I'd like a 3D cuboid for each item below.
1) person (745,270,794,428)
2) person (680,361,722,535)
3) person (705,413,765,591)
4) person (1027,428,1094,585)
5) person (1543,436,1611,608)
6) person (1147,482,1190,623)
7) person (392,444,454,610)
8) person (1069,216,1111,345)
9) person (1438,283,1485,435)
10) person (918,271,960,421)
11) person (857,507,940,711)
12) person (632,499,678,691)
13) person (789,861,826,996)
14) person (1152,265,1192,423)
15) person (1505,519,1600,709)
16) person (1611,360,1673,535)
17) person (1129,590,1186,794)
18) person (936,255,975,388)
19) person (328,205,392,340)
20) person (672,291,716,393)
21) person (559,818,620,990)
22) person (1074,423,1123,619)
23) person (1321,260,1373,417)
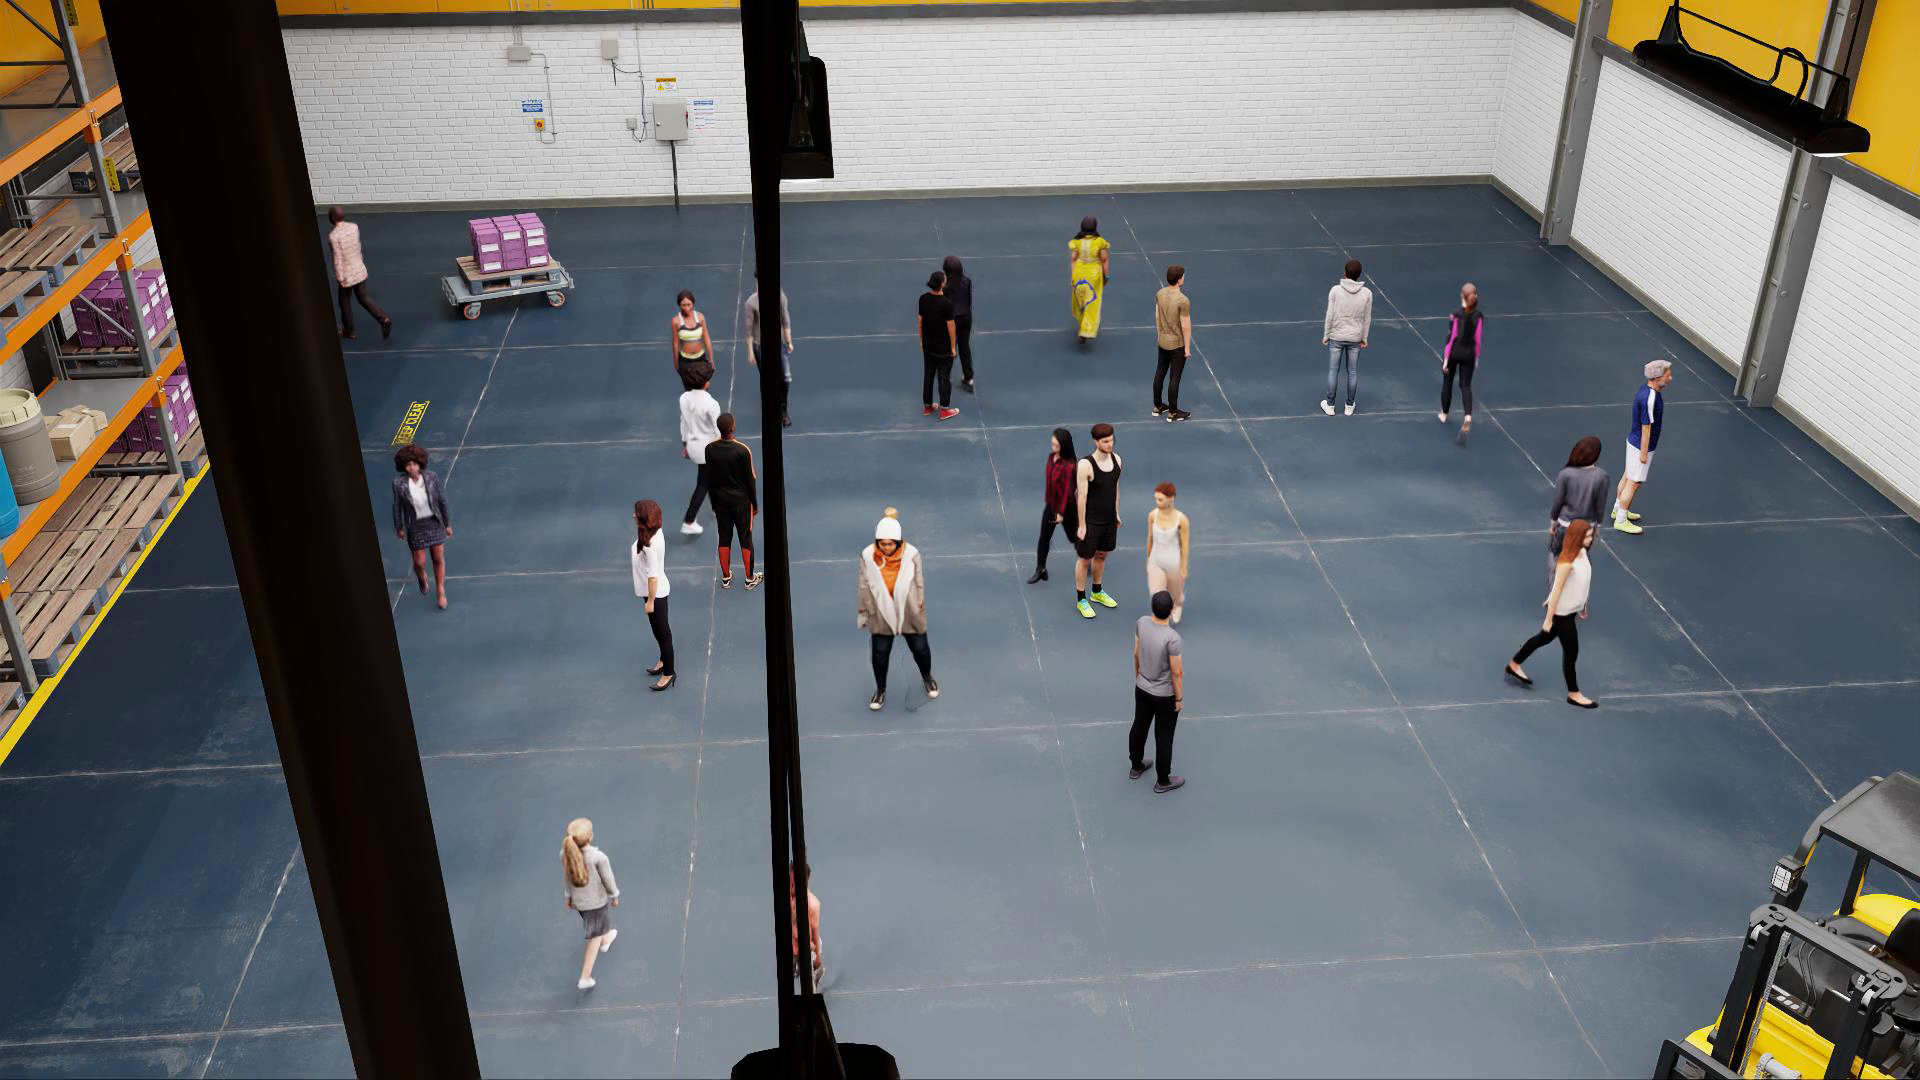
[{"bbox_3d":[-2.207,-2.240,19.050,0.809,1.882,0.803,-11,30,-19],"label":"person"},{"bbox_3d":[-2.625,-0.890,16.692,1.097,1.770,1.219,18,33,30],"label":"person"},{"bbox_3d":[-2.147,-0.372,15.703,0.671,1.808,0.619,5,29,9],"label":"person"},{"bbox_3d":[1.047,-0.329,15.819,0.943,1.621,1.030,-16,33,-27],"label":"person"},{"bbox_3d":[5.646,-0.095,15.248,0.761,1.756,0.838,10,30,17],"label":"person"},{"bbox_3d":[1.878,0.197,14.858,0.847,1.619,1.030,12,31,21],"label":"person"},{"bbox_3d":[-4.982,-0.147,15.416,0.751,1.688,0.779,-14,32,-24],"label":"person"},{"bbox_3d":[1.630,-3.290,21.257,1.047,1.612,1.333,9,30,15],"label":"person"},{"bbox_3d":[5.686,-2.029,18.820,0.620,1.731,1.034,0,29,0],"label":"person"},{"bbox_3d":[-0.261,-2.260,19.217,0.710,1.757,0.738,17,33,28],"label":"person"},{"bbox_3d":[-0.539,0.546,13.926,0.868,1.898,0.780,1,29,1],"label":"person"},{"bbox_3d":[-2.593,0.452,14.205,0.689,1.795,0.491,-6,29,-11],"label":"person"},{"bbox_3d":[-1.001,2.589,10.805,0.688,1.299,0.777,16,33,27],"label":"person"},{"bbox_3d":[2.436,-2.278,19.152,0.810,1.852,0.704,-21,35,-33],"label":"person"},{"bbox_3d":[5.026,0.581,14.087,1.097,1.682,1.062,21,35,33],"label":"person"},{"bbox_3d":[6.879,-0.976,16.779,0.769,1.838,0.618,8,30,14],"label":"person"},{"bbox_3d":[1.534,1.156,12.959,0.757,1.753,0.673,-24,37,-36],"label":"person"},{"bbox_3d":[-0.019,-2.594,20.027,0.966,1.568,1.225,-15,32,-25],"label":"person"},{"bbox_3d":[-7.724,-3.390,21.260,1.083,1.785,1.113,13,31,23],"label":"person"},{"bbox_3d":[-3.031,-2.005,18.807,0.814,1.702,1.189,-12,31,-20],"label":"person"},{"bbox_3d":[-2.504,2.429,11.145,0.716,1.255,0.946,8,30,14],"label":"person"},{"bbox_3d":[1.265,-0.215,15.328,0.770,1.891,0.781,-21,35,-33],"label":"person"},{"bbox_3d":[4.465,-2.349,19.280,0.700,1.852,0.600,1,29,2],"label":"person"}]
